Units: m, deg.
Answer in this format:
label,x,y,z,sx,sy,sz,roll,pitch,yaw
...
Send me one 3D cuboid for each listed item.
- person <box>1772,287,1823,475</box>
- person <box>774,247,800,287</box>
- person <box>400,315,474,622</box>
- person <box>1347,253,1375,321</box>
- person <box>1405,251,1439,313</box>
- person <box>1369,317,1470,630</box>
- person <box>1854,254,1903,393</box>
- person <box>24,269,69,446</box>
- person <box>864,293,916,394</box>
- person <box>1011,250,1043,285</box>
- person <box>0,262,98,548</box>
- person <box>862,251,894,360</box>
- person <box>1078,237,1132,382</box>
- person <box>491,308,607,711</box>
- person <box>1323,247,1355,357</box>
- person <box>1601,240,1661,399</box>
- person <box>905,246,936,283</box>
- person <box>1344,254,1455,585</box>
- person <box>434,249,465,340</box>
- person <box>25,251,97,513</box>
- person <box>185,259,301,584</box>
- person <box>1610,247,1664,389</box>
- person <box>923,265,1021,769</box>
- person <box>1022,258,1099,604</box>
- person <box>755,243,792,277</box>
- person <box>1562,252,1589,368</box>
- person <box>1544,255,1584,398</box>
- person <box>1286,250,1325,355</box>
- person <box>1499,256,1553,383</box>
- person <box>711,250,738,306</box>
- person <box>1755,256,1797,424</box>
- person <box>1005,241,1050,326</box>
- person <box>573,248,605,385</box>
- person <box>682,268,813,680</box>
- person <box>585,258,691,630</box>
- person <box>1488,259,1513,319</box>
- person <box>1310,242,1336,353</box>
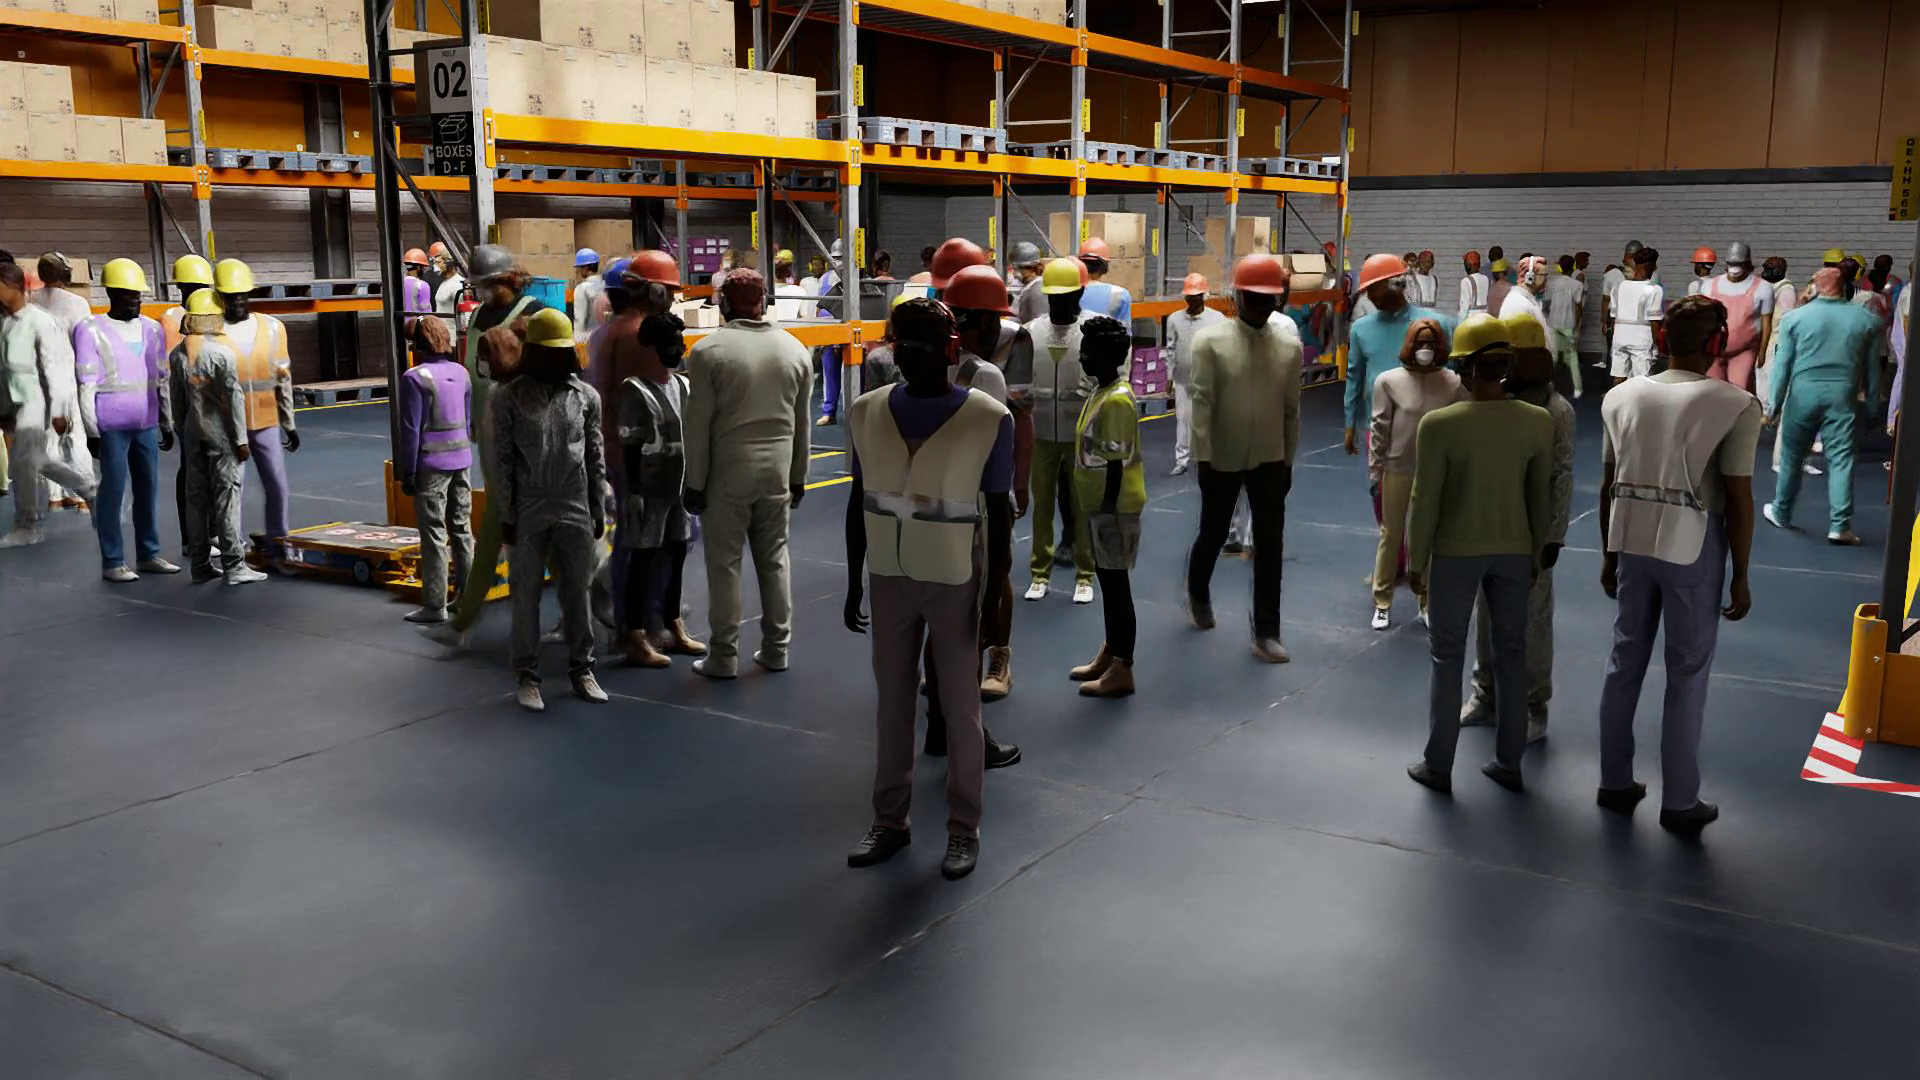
label,x,y,z,sx,sy,sz,roll,pitch,yaw
person,7.278,-1.367,14.353,0.532,1.629,0.326,-3,11,-18
person,-2.598,-3.353,24.555,0.662,1.925,0.512,-9,14,-41
person,-2.775,-0.379,8.868,0.317,1.631,0.519,4,11,21
person,6.161,-3.422,25.209,0.507,1.813,0.760,-4,11,-20
person,6.083,-2.868,21.963,0.576,1.881,0.352,-6,12,-30
person,2.371,-0.336,8.621,0.507,1.631,0.271,1,10,4
person,12.167,-2.864,22.090,0.432,1.835,0.629,-7,12,-34
person,-8.959,-1.774,16.299,0.574,1.739,0.350,-3,11,-16
person,-0.319,-0.621,9.987,0.487,1.712,0.801,-4,11,-19
person,0.843,-2.435,19.428,0.587,1.930,0.359,-9,14,-42
person,-6.213,-0.927,11.228,0.589,1.886,0.858,7,12,33
person,-0.808,-2.100,17.647,0.598,1.908,0.402,-9,14,-41
person,1.006,-1.290,12.774,0.611,2.042,0.396,1,10,6
person,-1.754,-0.111,7.192,0.483,1.705,0.320,-6,12,-29
person,5.756,-3.498,25.383,0.673,1.904,0.588,-6,12,-30
person,8.488,-2.793,21.106,0.684,2.000,0.536,3,11,17
person,-0.417,-2.560,20.085,0.627,1.945,0.436,8,13,36
person,2.631,-0.687,9.717,0.756,1.946,0.542,7,12,34
person,-5.165,-1.998,16.983,0.370,1.941,0.627,-6,12,-30
person,-6.643,-1.161,12.350,0.630,1.940,0.372,3,11,16
person,-4.232,-0.698,9.861,0.602,1.911,0.396,-9,14,-42
person,6.857,-1.988,16.888,0.375,1.958,0.609,-6,12,-30
person,0.042,-0.081,6.401,0.386,1.929,0.543,-6,12,-29
person,0.569,-0.599,9.283,0.585,1.921,0.395,3,11,19
person,-2.667,-3.354,24.403,0.682,1.975,0.965,2,10,10
person,9.795,-3.665,26.514,0.390,1.840,0.562,1,10,8
person,7.729,-2.713,21.274,0.504,1.825,0.775,7,13,35
person,5.363,-3.605,26.096,0.929,1.885,0.613,-5,11,-24
person,4.386,-1.247,12.939,0.403,1.900,0.645,5,11,24
person,-3.079,-2.950,22.395,0.642,1.889,1.030,3,11,18
person,8.924,-2.196,18.348,0.429,1.842,0.635,0,10,2
person,0.640,-1.691,15.001,0.542,2.000,0.752,0,10,0
person,-3.820,-2.073,17.411,0.422,1.933,0.616,6,12,28
person,-0.993,-0.302,7.725,0.653,1.894,0.401,-8,13,-38
person,-1.698,-0.472,8.551,0.666,1.926,0.628,-7,13,-35
person,7.590,-3.084,23.501,0.403,1.752,0.538,-7,12,-33
person,6.214,-4.063,28.302,0.614,1.986,0.409,-3,11,-19
